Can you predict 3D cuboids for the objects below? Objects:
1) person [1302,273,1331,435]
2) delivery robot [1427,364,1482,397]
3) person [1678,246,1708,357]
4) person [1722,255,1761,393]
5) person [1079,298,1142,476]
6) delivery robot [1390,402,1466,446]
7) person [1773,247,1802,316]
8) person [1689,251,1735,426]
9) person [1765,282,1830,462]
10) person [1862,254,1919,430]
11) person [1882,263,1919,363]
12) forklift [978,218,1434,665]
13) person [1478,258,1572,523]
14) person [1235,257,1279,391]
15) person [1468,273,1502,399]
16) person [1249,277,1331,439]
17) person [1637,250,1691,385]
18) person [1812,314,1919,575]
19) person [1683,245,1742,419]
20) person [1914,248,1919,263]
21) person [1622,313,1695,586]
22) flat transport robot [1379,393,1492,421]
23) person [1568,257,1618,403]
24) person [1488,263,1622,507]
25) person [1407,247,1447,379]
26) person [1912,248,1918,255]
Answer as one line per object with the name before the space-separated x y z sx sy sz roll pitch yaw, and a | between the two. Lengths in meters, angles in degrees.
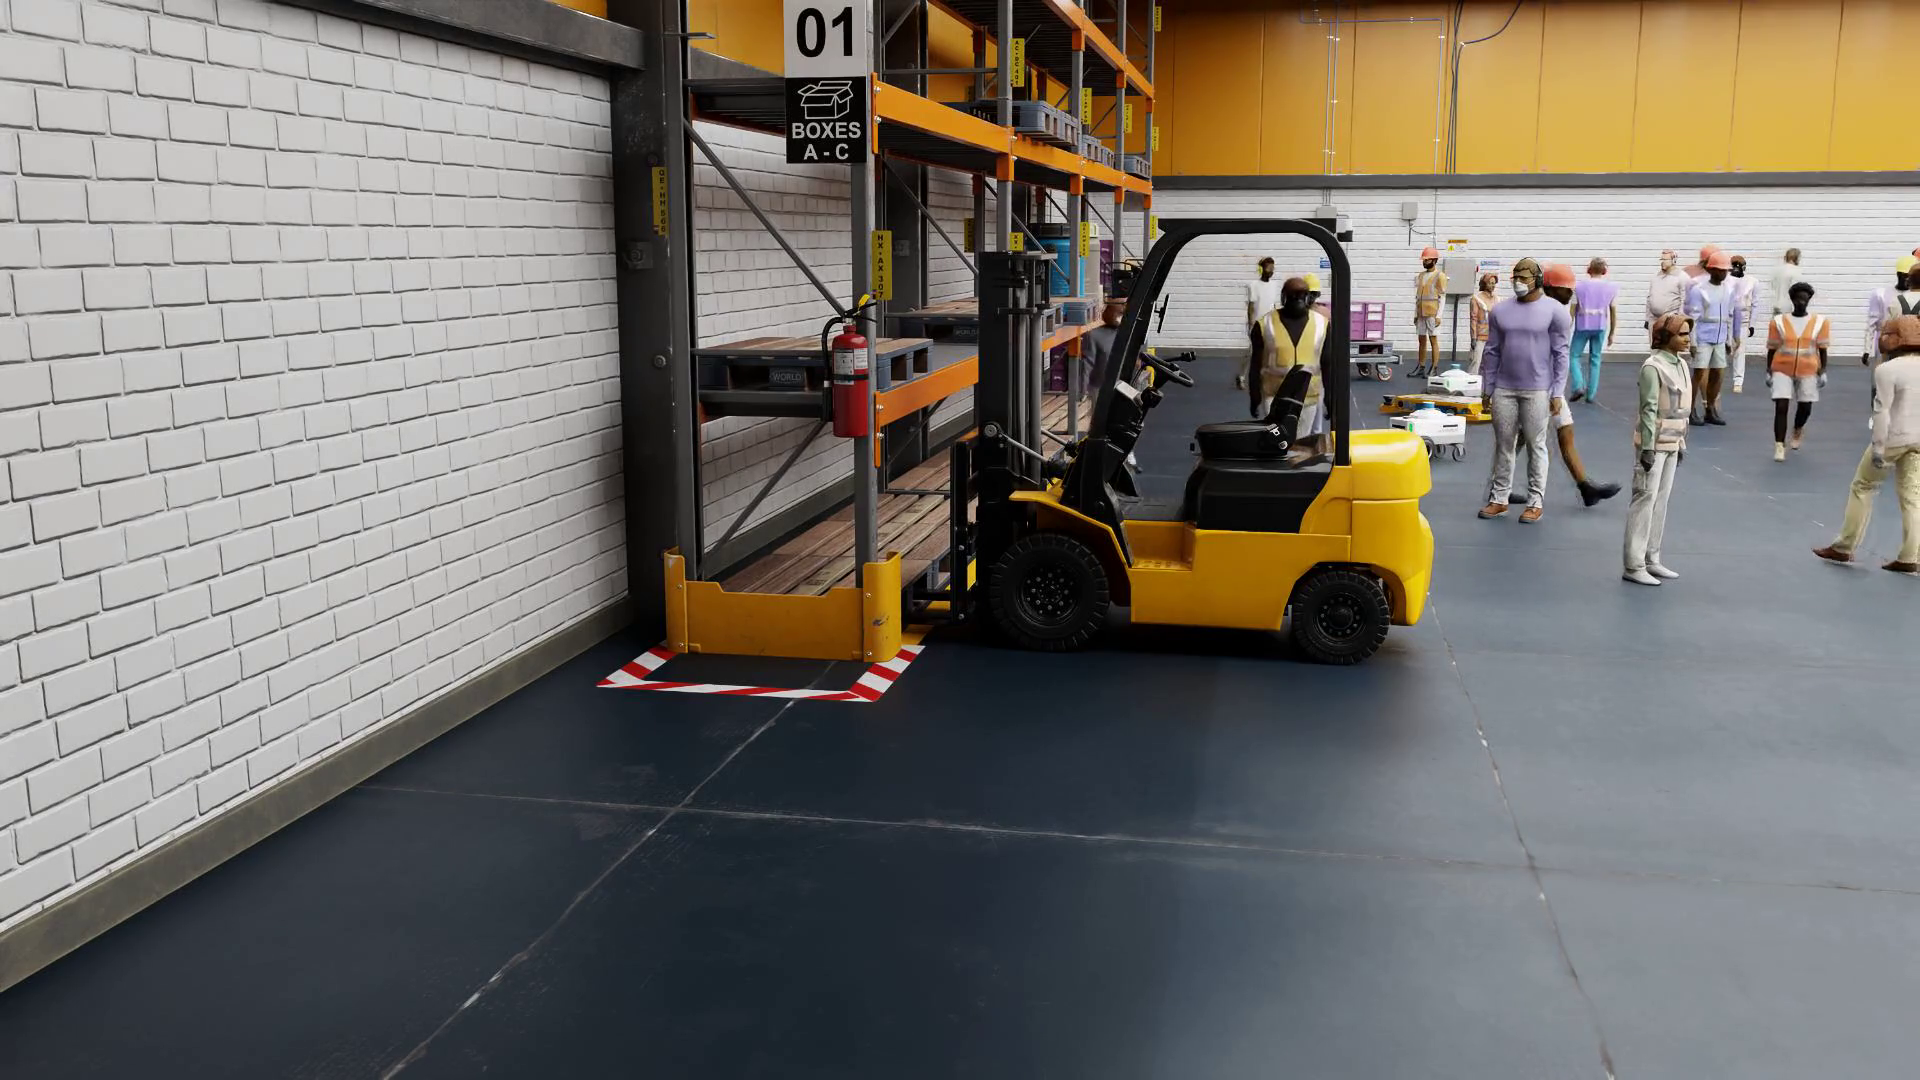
person | 3.330 -1.671 15.937 0.534 1.759 0.393 2 11 12
delivery robot | 5.955 -1.871 20.020 0.707 0.478 0.477 -8 13 -37
person | 11.800 -3.725 26.640 0.662 1.935 0.766 2 11 10
person | 10.394 -2.900 22.391 0.627 1.844 0.429 7 12 33
person | 1.314 -1.339 14.573 0.563 1.568 0.916 -1 10 -7
delivery robot | 4.356 -1.043 15.484 0.707 0.478 0.477 -5 11 -26
person | 13.025 -3.630 26.159 0.435 1.924 0.648 -1 10 -4
person | 8.351 -2.227 18.462 0.553 1.930 0.395 -3 11 -15
person | 7.842 -1.586 15.628 0.539 1.675 0.610 5 11 24
person | 9.742 -2.008 17.313 0.604 1.908 0.580 6 12 28
person | 8.923 -1.663 15.603 0.513 1.844 0.336 9 14 42
forklift | 1.285 -0.567 8.635 2.313 2.155 1.214 2 11 11
person | 4.138 -1.096 12.232 0.638 1.938 0.356 10 14 42
person | 4.007 -2.870 22.258 0.517 1.838 0.880 -4 11 -20
person | 6.543 -2.500 20.753 0.511 1.641 0.308 -6 12 -31
person | 2.525 -1.108 12.696 0.638 1.803 0.939 0 10 1
person | 9.860 -3.099 23.301 0.406 1.911 0.637 -6 12 -29
person | 5.797 -0.607 10.469 0.510 1.612 0.685 -4 11 -19
person | 8.771 -2.434 19.450 0.626 1.979 1.046 4 11 20
person | 11.304 -2.474 19.632 0.622 1.993 0.382 -9 14 -41
person | 4.241 -0.552 10.075 0.311 1.638 0.523 9 14 42
flat transport robot | 5.636 -1.547 19.279 0.652 0.197 1.431 -7 13 -34
person | 7.899 -2.616 20.847 0.630 1.832 0.461 1 10 6
person | 4.599 -1.179 12.841 1.012 1.878 0.560 8 13 37
person | 6.916 -3.350 24.594 0.358 1.938 0.542 -6 12 -29
person | 11.864 -2.637 20.614 0.612 1.962 0.367 -2 11 -11
